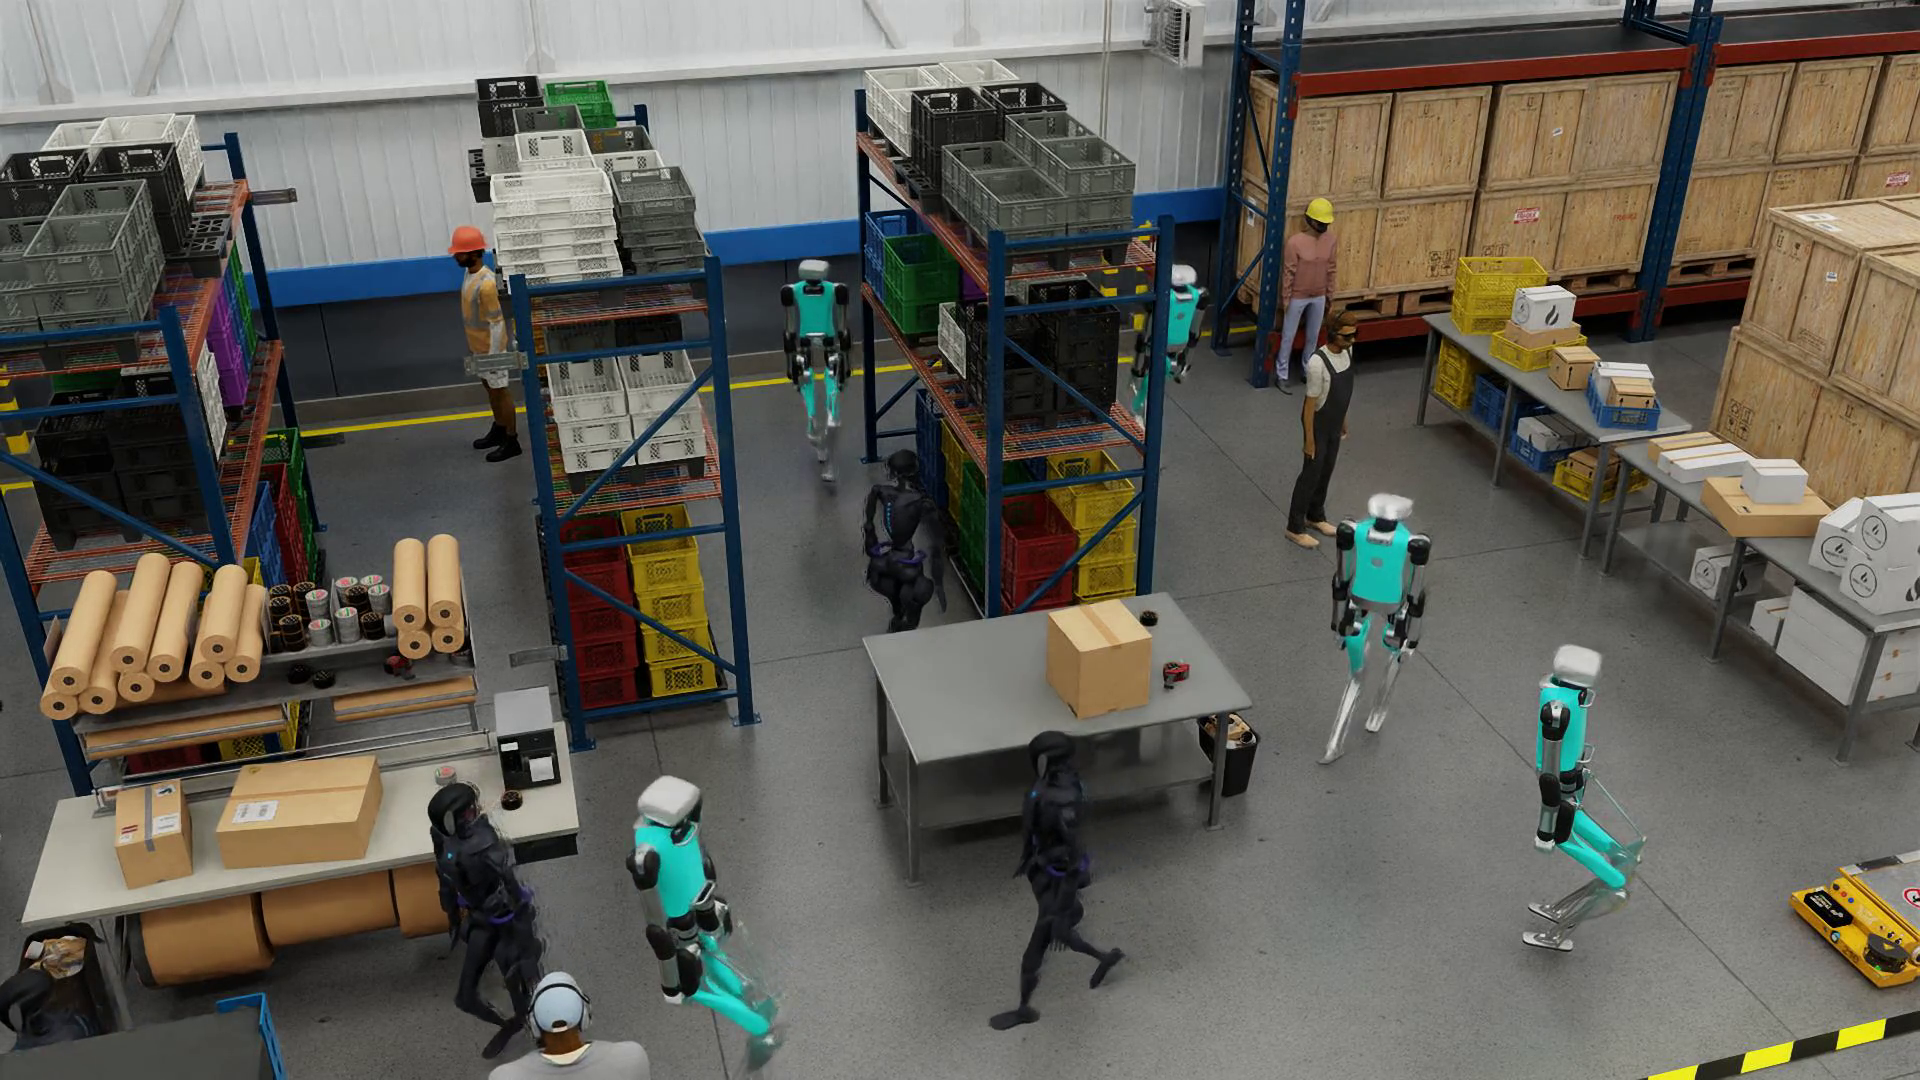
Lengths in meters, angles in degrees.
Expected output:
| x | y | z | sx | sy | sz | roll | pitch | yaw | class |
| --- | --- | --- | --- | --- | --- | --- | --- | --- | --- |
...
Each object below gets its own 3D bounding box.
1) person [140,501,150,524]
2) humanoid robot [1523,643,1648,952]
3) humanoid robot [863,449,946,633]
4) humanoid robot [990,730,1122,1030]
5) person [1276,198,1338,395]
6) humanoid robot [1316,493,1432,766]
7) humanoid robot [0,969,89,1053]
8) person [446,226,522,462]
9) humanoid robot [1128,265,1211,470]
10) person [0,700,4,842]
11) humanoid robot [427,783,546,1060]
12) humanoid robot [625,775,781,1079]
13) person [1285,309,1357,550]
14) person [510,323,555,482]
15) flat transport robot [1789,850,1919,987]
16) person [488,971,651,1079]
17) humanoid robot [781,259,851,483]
| x | y | z | sx | sy | sz | roll | pitch | yaw | class |
| --- | --- | --- | --- | --- | --- | --- | --- | --- | --- |
| -6.033 | -1.030 | 12.201 | 0.606 | 2.039 | 0.391 | 21 | 35 | 34 | person |
| 3.101 | 1.313 | 8.113 | 0.735 | 1.673 | 0.533 | 15 | 32 | 25 | humanoid robot |
| -0.331 | 0.184 | 10.374 | 0.609 | 1.638 | 0.549 | 16 | 33 | 27 | humanoid robot |
| 0.488 | 1.586 | 7.855 | 0.735 | 1.638 | 0.609 | -8 | 30 | -15 | humanoid robot |
| 3.036 | -2.123 | 14.479 | 0.523 | 1.761 | 0.336 | -10 | 30 | -17 | person |
| 2.473 | 0.470 | 9.791 | 0.540 | 1.791 | 0.875 | 14 | 32 | 23 | humanoid robot |
| -3.428 | 2.307 | 6.554 | 0.589 | 1.635 | 0.772 | 21 | 35 | 33 | humanoid robot |
| -3.803 | -1.568 | 13.282 | 0.356 | 1.937 | 0.546 | -17 | 33 | -28 | person |
| 1.549 | -1.443 | 13.284 | 0.552 | 1.730 | 0.977 | -10 | 30 | -18 | humanoid robot |
| -5.441 | 0.935 | 8.959 | 0.494 | 1.715 | 0.550 | -5 | 29 | -10 | person |
| -2.086 | 1.760 | 7.501 | 0.610 | 1.646 | 0.383 | 18 | 34 | 30 | humanoid robot |
| -1.011 | 1.881 | 7.309 | 0.733 | 1.888 | 0.531 | 8 | 30 | 14 | humanoid robot |
| 2.631 | -0.807 | 12.009 | 0.333 | 1.837 | 0.506 | 23 | 36 | 35 | person |
| -3.209 | -1.292 | 12.903 | 0.472 | 1.819 | 0.645 | -17 | 33 | -28 | person |
| 5.163 | 1.916 | 8.676 | 1.431 | 0.231 | 0.659 | -8 | 30 | -14 | flat transport robot |
| -1.415 | 2.345 | 6.250 | 0.597 | 1.850 | 0.385 | -8 | 30 | -15 | person |
| -1.106 | -1.220 | 12.903 | 0.531 | 1.768 | 0.966 | -1 | 29 | -2 | humanoid robot |
